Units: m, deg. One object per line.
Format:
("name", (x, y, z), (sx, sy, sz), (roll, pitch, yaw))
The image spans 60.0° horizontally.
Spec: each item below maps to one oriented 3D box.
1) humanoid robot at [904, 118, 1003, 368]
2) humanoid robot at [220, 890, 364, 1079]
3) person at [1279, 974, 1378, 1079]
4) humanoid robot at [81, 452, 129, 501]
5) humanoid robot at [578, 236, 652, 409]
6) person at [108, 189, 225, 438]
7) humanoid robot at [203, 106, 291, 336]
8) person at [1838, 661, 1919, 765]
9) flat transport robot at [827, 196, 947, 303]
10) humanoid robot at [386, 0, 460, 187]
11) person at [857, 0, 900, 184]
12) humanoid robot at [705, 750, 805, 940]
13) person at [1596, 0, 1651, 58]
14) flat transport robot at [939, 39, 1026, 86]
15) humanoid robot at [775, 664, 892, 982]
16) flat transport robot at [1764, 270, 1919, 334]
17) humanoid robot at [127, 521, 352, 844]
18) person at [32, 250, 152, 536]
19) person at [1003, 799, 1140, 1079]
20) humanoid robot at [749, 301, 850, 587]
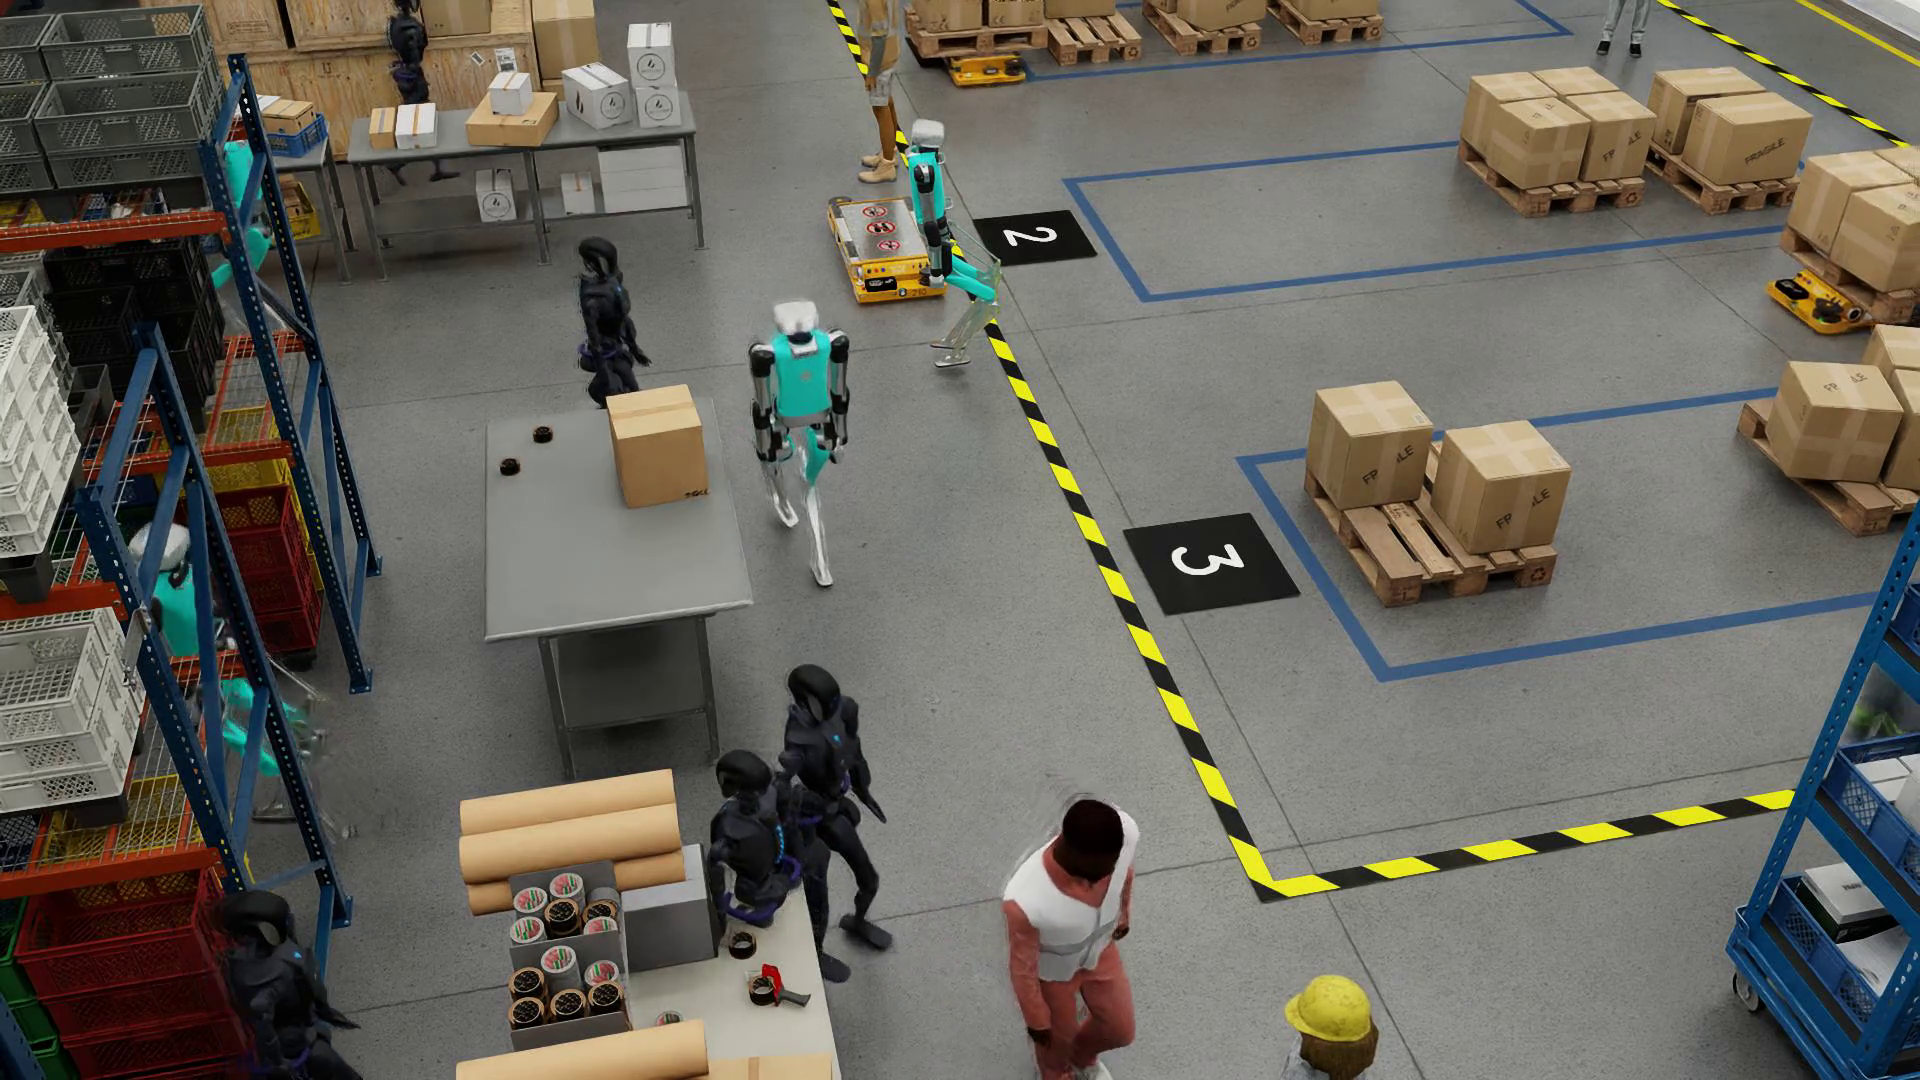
("humanoid robot", (0.021, -1.913, 10.778), (0.735, 1.681, 0.533), (-2, 37, -2))
("humanoid robot", (-2.318, 1.850, 5.926), (0.789, 1.621, 0.589), (-8, 37, -11))
("person", (1.147, 2.054, 5.556), (0.294, 1.743, 0.486), (-1, 37, -1))
("humanoid robot", (-5.063, -0.772, 9.379), (0.968, 1.761, 0.531), (-7, 37, -10))
("humanoid robot", (-2.066, -1.036, 9.767), (0.411, 1.643, 0.589), (5, 37, 6))
("person", (-4.898, -1.456, 10.198), (0.338, 1.836, 0.511), (-23, 42, -28))
("humanoid robot", (-4.851, -2.028, 11.043), (0.665, 1.779, 0.557), (9, 38, 12))
("person", (4.000, 0.957, 6.974), (0.616, 1.812, 0.502), (20, 41, 25))
("flat transport robot", (-0.570, -2.220, 12.538), (0.659, 0.231, 1.431), (-8, 37, -10))
("humanoid robot", (-4.406, -3.595, 13.217), (0.576, 1.638, 0.608), (-16, 39, -20))
("person", (-0.671, -3.847, 13.242), (0.380, 2.041, 0.604), (3, 37, 4))
("humanoid robot", (-0.803, 1.431, 6.440), (0.342, 1.649, 0.590), (15, 39, 20))
("person", (6.392, -5.449, 15.566), (0.602, 1.830, 0.404), (10, 38, 13))
("flat transport robot", (0.137, -4.695, 15.840), (0.652, 0.197, 1.431), (-8, 37, -10))
("humanoid robot", (-0.549, 1.163, 6.803), (0.332, 1.651, 0.597), (19, 41, 24))
("flat transport robot", (6.629, -1.794, 11.941), (1.431, 0.197, 0.652), (-8, 37, -10))
("humanoid robot", (-3.141, 0.716, 7.460), (0.726, 1.904, 0.548), (-1, 37, -1))
("person", (-4.689, -0.764, 9.221), (0.745, 1.892, 0.674), (-7, 37, -9))
("person", (0.420, 1.558, 6.109), (0.649, 1.877, 0.488), (-24, 43, -29))
("humanoid robot", (-0.945, -0.665, 9.260), (0.534, 1.766, 1.013), (-12, 38, -16))
